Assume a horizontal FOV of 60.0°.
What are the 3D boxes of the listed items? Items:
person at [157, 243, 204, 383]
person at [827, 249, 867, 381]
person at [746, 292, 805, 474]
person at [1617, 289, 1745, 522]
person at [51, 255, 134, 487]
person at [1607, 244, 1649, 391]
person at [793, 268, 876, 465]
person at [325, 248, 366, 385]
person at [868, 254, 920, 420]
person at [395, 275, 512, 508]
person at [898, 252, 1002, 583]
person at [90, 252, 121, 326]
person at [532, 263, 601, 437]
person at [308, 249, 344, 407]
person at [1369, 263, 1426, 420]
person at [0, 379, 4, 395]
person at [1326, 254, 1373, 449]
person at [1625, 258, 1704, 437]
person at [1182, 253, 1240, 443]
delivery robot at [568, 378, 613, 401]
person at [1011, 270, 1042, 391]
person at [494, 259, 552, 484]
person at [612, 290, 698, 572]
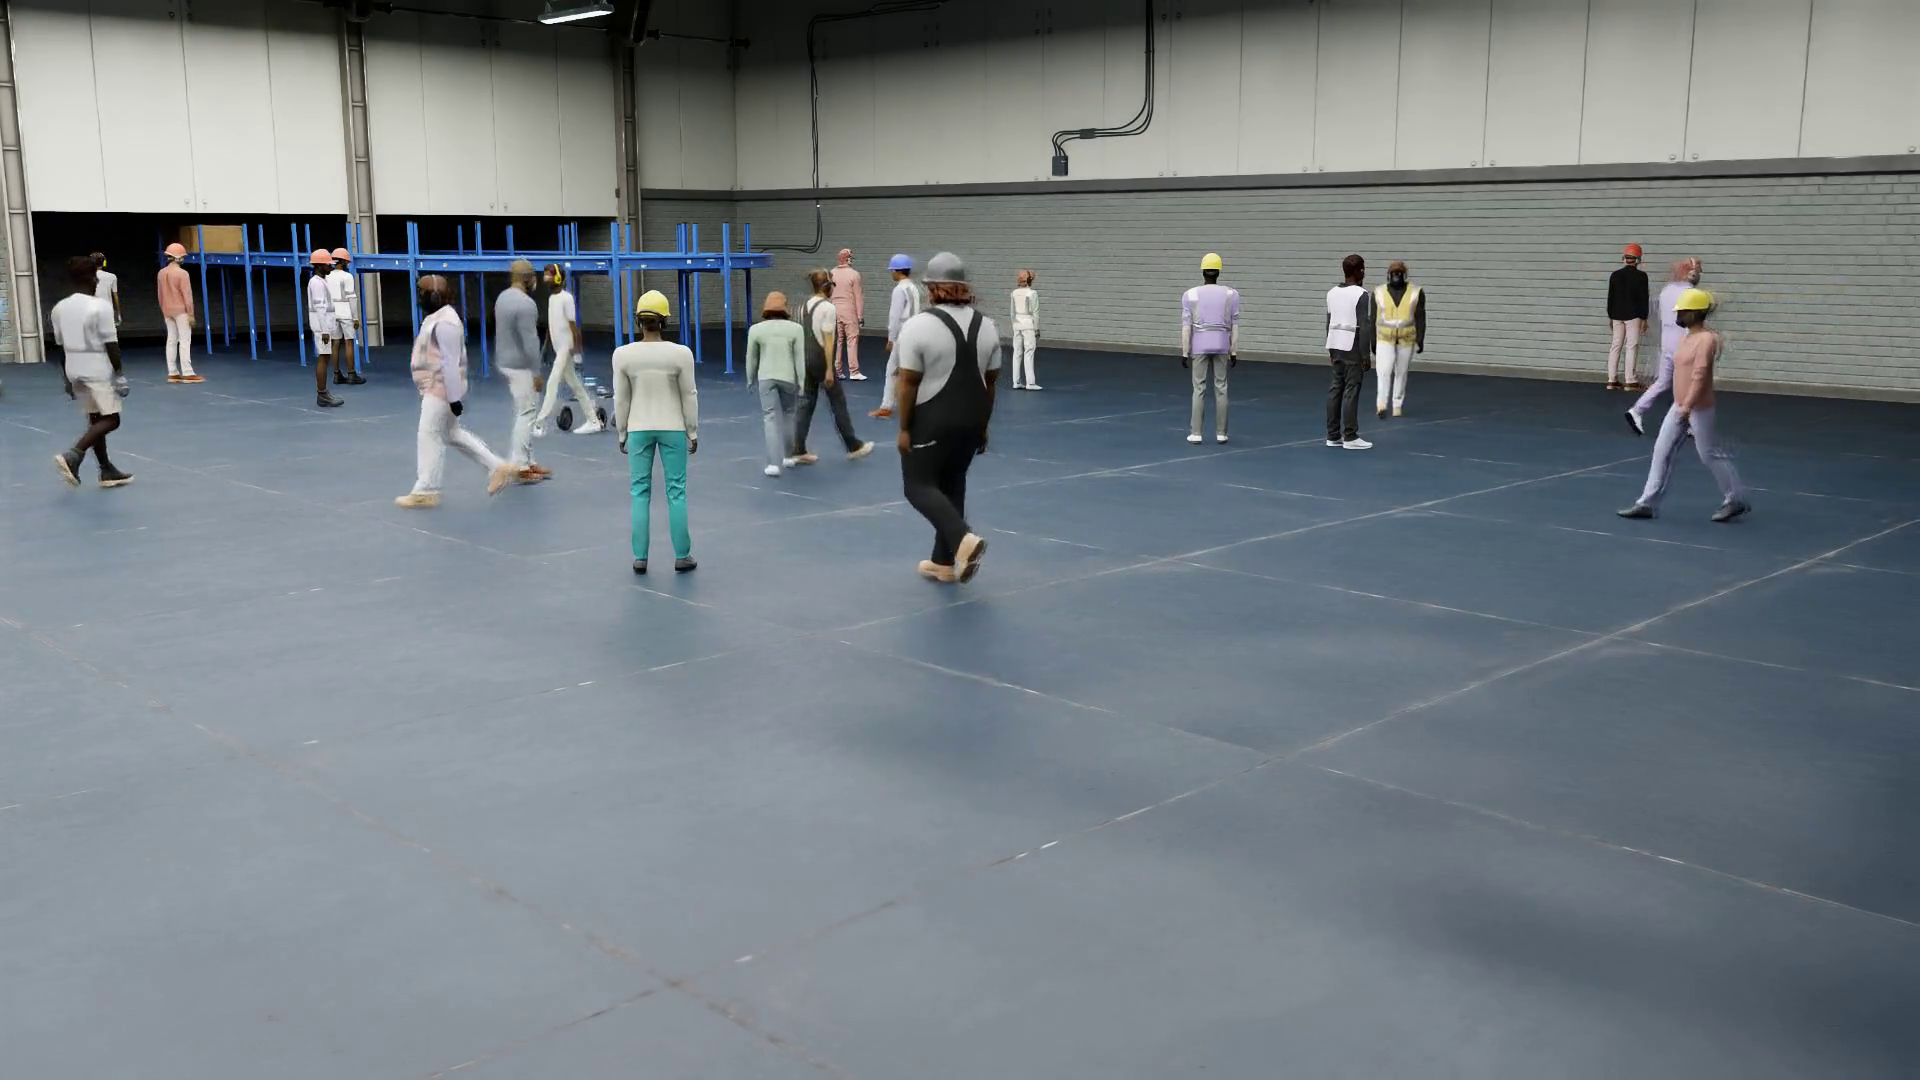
[{"bbox_3d":[-11.265,-3.272,23.995,0.623,1.992,0.396,5,12,26],"label":"person"},{"bbox_3d":[-1.657,-3.292,24.345,0.638,1.909,0.408,6,12,31],"label":"person"},{"bbox_3d":[-1.652,-1.412,14.902,0.526,1.592,0.764,-1,10,-6],"label":"person"},{"bbox_3d":[5.444,-0.996,12.332,0.886,1.726,0.524,-1,10,-4],"label":"person"},{"bbox_3d":[-7.262,-1.385,13.825,0.621,1.948,0.742,4,11,23],"label":"person"},{"bbox_3d":[9.172,-3.055,22.812,0.386,1.993,0.622,-6,12,-30],"label":"person"},{"bbox_3d":[-1.217,-1.613,15.481,0.870,1.800,0.538,-8,13,-39],"label":"person"},{"bbox_3d":[-8.816,-3.198,23.775,0.543,1.928,0.370,4,11,21],"label":"person"},{"bbox_3d":[-0.570,-2.317,19.048,0.969,1.911,0.599,2,11,9],"label":"person"},{"bbox_3d":[-4.027,-1.185,13.124,0.852,1.817,0.626,-4,11,-19],"label":"person"},{"bbox_3d":[-0.058,-0.707,9.999,0.689,2.000,0.733,-8,13,-38],"label":"person"},{"bbox_3d":[-12.979,-3.415,25.150,0.512,1.863,0.311,-8,13,-36],"label":"person"},{"bbox_3d":[-4.257,-2.005,17.590,0.996,1.813,0.559,-6,12,-31],"label":"person"},{"bbox_3d":[-7.917,-2.648,20.750,0.361,1.935,0.553,-4,11,-22],"label":"person"},{"bbox_3d":[5.044,-2.293,19.217,0.628,1.790,0.971,2,11,11],"label":"person"},{"bbox_3d":[-12.448,-2.599,21.182,0.630,1.676,0.538,4,11,20],"label":"person"},{"bbox_3d":[3.876,-1.881,16.616,0.391,1.920,0.593,-5,12,-27],"label":"person"},{"bbox_3d":[7.533,-2.022,17.482,0.860,1.881,0.640,-2,11,-11],"label":"person"},{"bbox_3d":[2.546,-1.951,16.975,0.588,1.927,0.365,0,10,-2],"label":"person"},{"bbox_3d":[-4.085,-1.676,18.371,0.335,0.223,0.698,3,11,14],"label":"delivery robot"},{"bbox_3d":[0.897,-2.875,22.798,0.309,1.641,0.514,-10,14,-42],"label":"person"},{"bbox_3d":[-3.815,-1.459,14.376,0.476,1.902,0.670,-7,13,-34],"label":"person"},{"bbox_3d":[-1.907,-0.677,10.470,0.525,1.769,0.310,0,10,-2],"label":"person"}]
